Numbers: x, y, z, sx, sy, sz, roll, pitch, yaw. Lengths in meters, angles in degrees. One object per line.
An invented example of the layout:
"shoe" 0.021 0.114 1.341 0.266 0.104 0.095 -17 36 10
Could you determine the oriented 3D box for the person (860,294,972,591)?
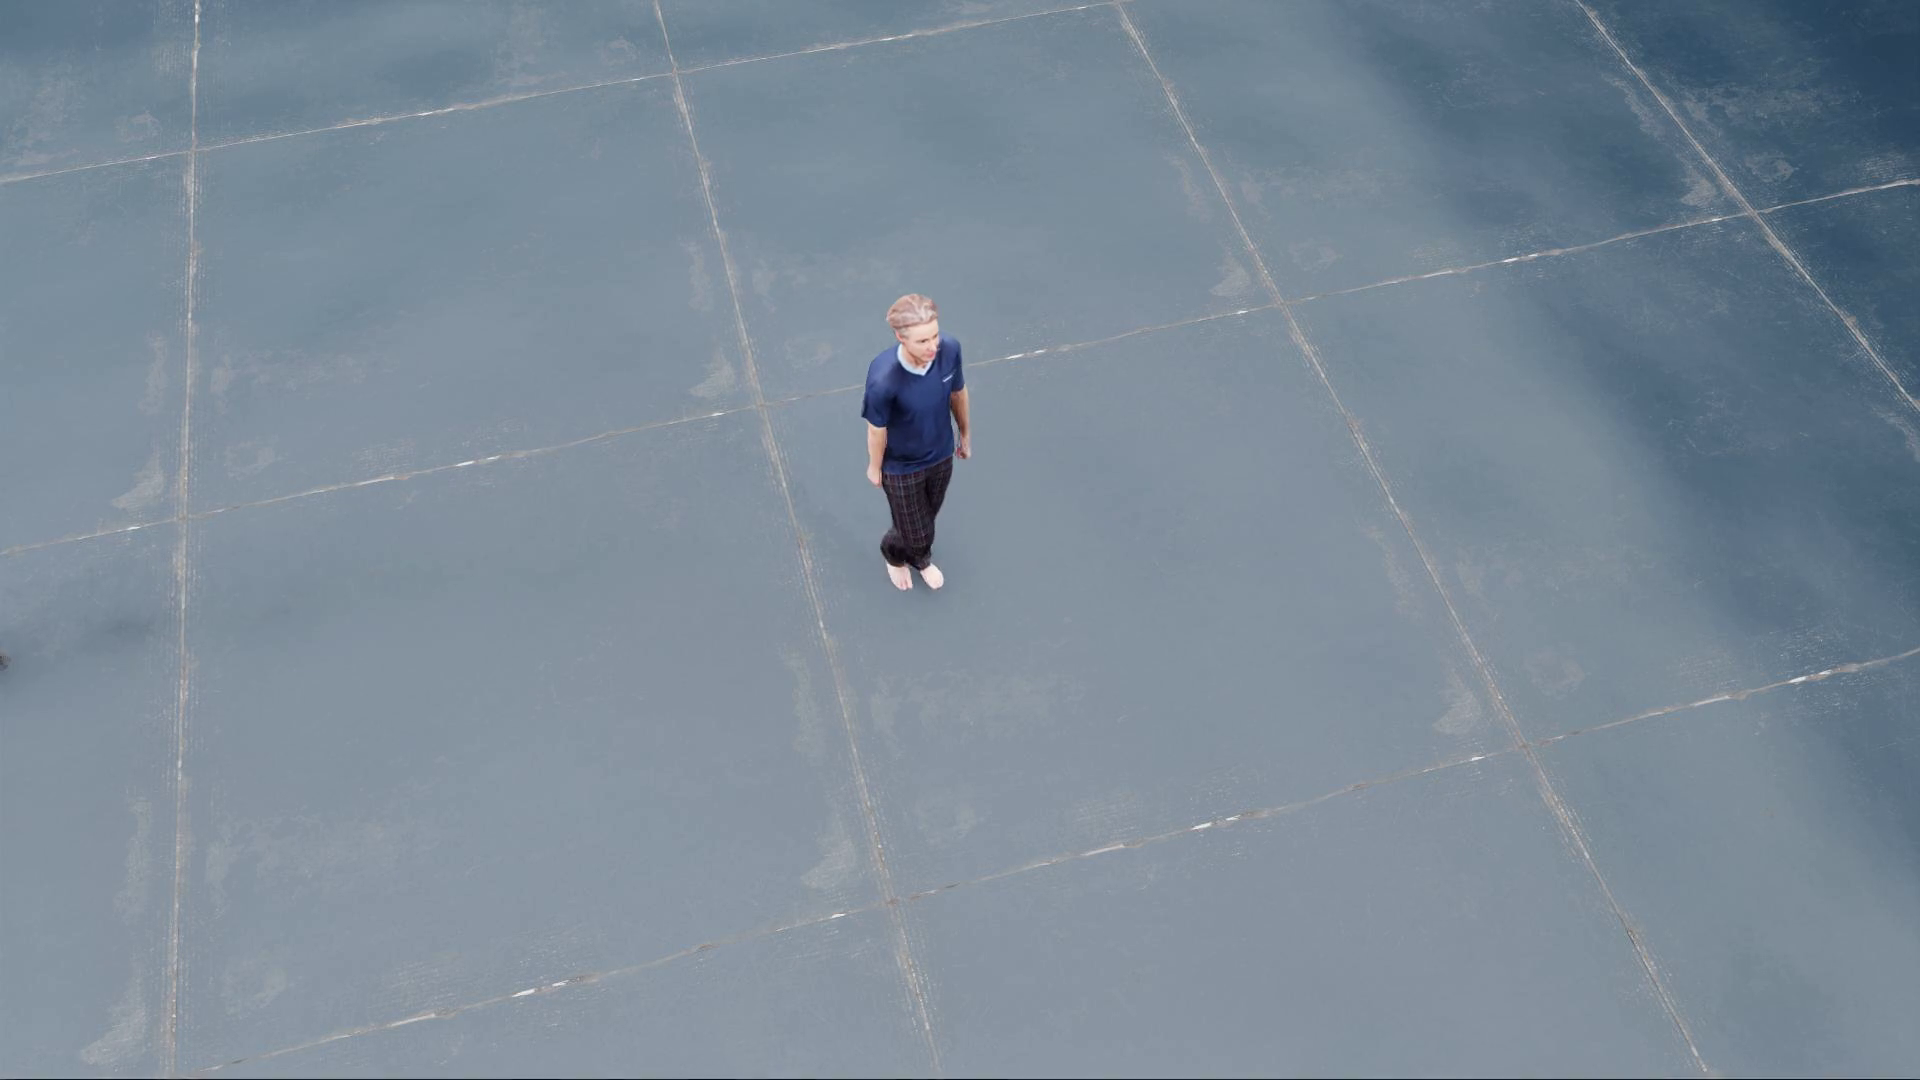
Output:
"person" -0.254 -0.447 7.567 0.776 1.863 0.773 -31 58 -22
